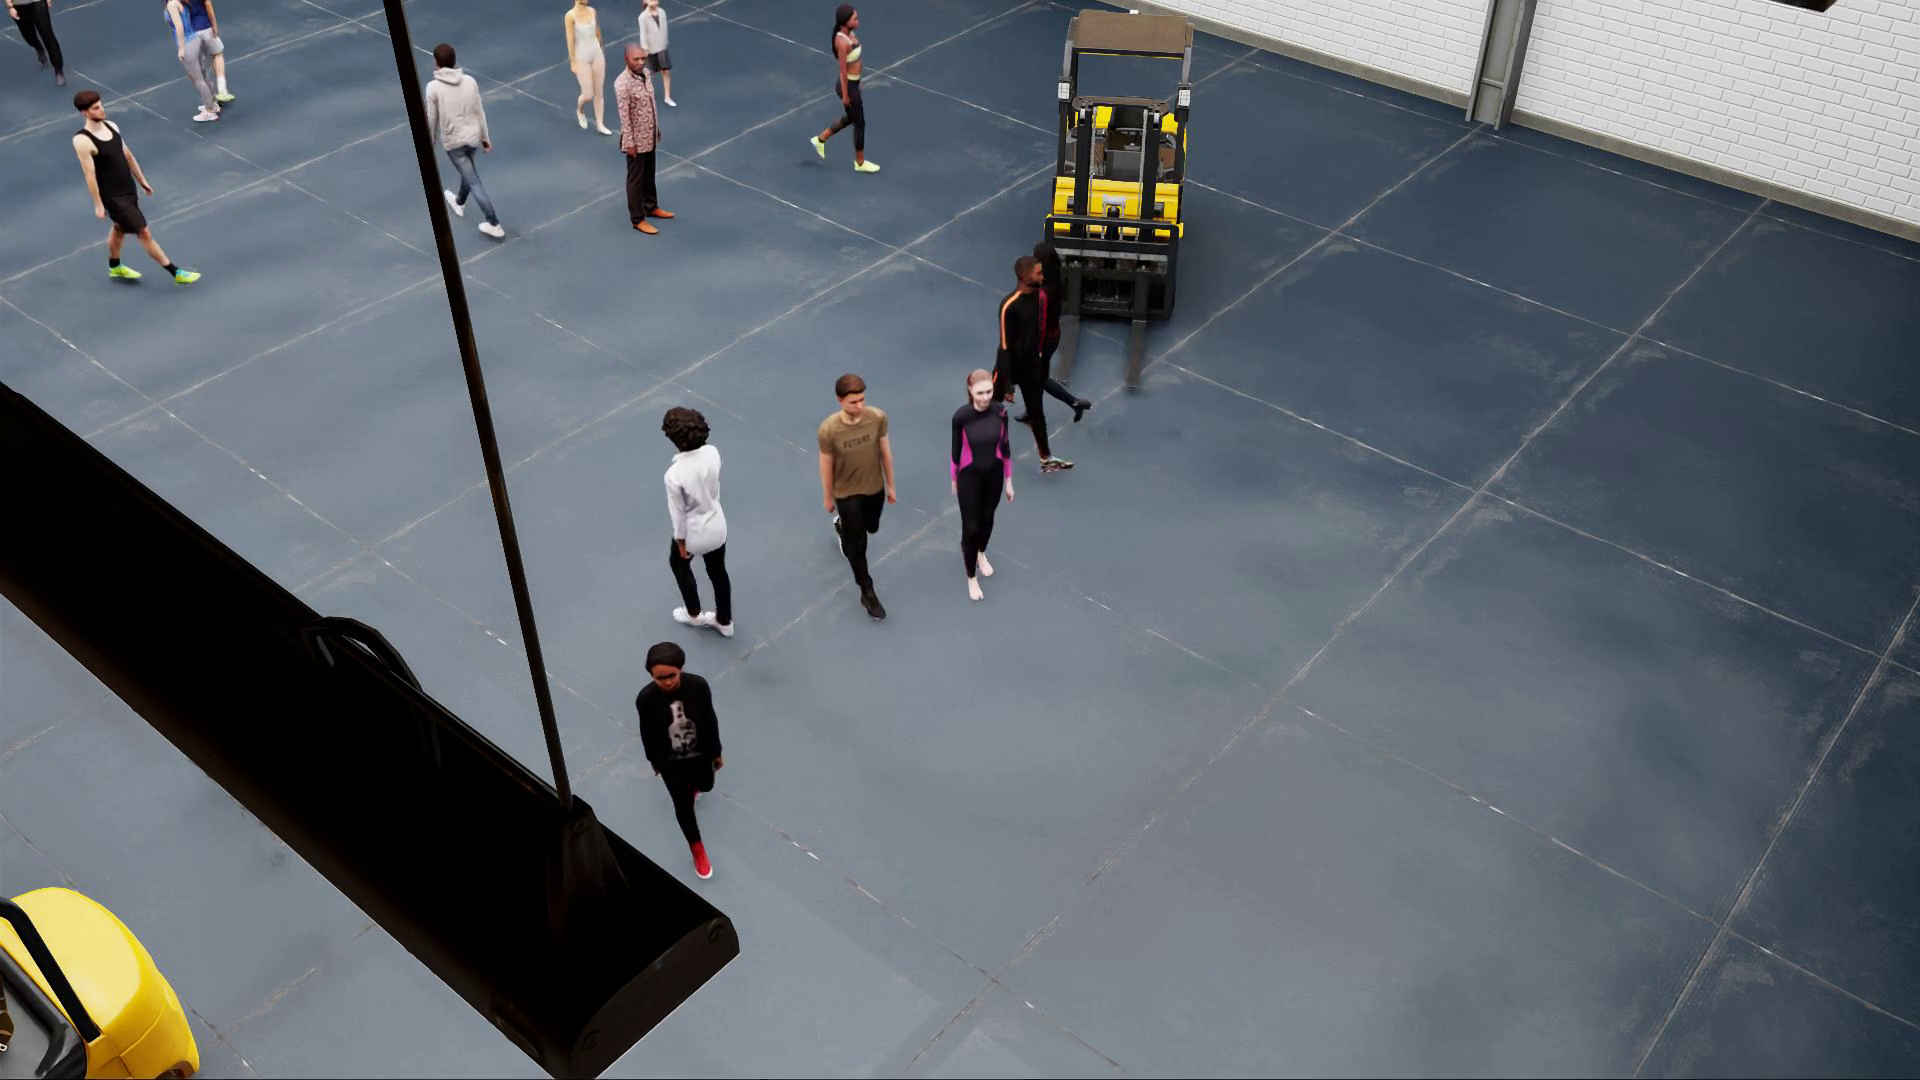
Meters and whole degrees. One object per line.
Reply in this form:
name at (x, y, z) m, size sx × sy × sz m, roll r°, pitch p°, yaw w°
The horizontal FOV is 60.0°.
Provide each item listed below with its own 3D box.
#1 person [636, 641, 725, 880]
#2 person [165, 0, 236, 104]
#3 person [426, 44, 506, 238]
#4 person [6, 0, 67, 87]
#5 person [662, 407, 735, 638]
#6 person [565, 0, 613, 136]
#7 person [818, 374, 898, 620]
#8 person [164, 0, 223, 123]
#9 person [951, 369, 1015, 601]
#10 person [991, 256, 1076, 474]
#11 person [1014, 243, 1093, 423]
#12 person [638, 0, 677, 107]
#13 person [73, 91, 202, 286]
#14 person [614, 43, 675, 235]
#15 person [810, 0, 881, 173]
person at (-1.614, 1.171, 9.652) m, size 0.889 × 1.655 × 1.083 m, roll -14°, pitch 41°, yaw -16°
person at (-8.228, -5.473, 17.844) m, size 0.768 × 1.815 × 0.812 m, roll -7°, pitch 39°, yaw -9°
person at (-4.620, -3.681, 15.614) m, size 1.161 × 1.797 × 0.672 m, roll 29°, pitch 47°, yaw 31°
person at (-10.443, -6.029, 18.610) m, size 0.927 × 1.726 × 1.185 m, roll -15°, pitch 41°, yaw -18°
person at (-1.682, -0.064, 11.087) m, size 0.648 × 1.794 × 0.696 m, roll -31°, pitch 48°, yaw -33°
person at (-3.958, -5.064, 17.474) m, size 0.626 × 1.637 × 0.573 m, roll 31°, pitch 48°, yaw 33°
person at (-0.726, -0.396, 11.473) m, size 0.971 × 1.830 × 1.257 m, roll -17°, pitch 42°, yaw -20°
person at (-8.249, -5.291, 17.780) m, size 0.706 × 1.609 × 0.648 m, roll -3°, pitch 39°, yaw -4°
person at (0.134, -0.468, 11.633) m, size 0.773 × 1.743 × 0.866 m, roll -11°, pitch 40°, yaw -13°
person at (0.364, -1.365, 12.748) m, size 0.810 × 1.754 × 1.197 m, roll -29°, pitch 47°, yaw -31°
person at (0.737, -1.577, 13.105) m, size 0.969 × 1.640 × 0.829 m, roll 7°, pitch 39°, yaw 9°
person at (-3.361, -5.413, 18.211) m, size 0.642 × 1.262 × 0.858 m, roll -24°, pitch 45°, yaw -27°
person at (-7.591, -3.103, 14.855) m, size 1.277 × 1.841 × 1.108 m, roll 4°, pitch 39°, yaw 5°
person at (-3.056, -3.848, 15.815) m, size 0.712 × 1.807 × 0.747 m, roll 13°, pitch 41°, yaw 16°
person at (-1.197, -4.540, 16.738) m, size 1.028 × 1.736 × 0.906 m, roll 3°, pitch 39°, yaw 3°
